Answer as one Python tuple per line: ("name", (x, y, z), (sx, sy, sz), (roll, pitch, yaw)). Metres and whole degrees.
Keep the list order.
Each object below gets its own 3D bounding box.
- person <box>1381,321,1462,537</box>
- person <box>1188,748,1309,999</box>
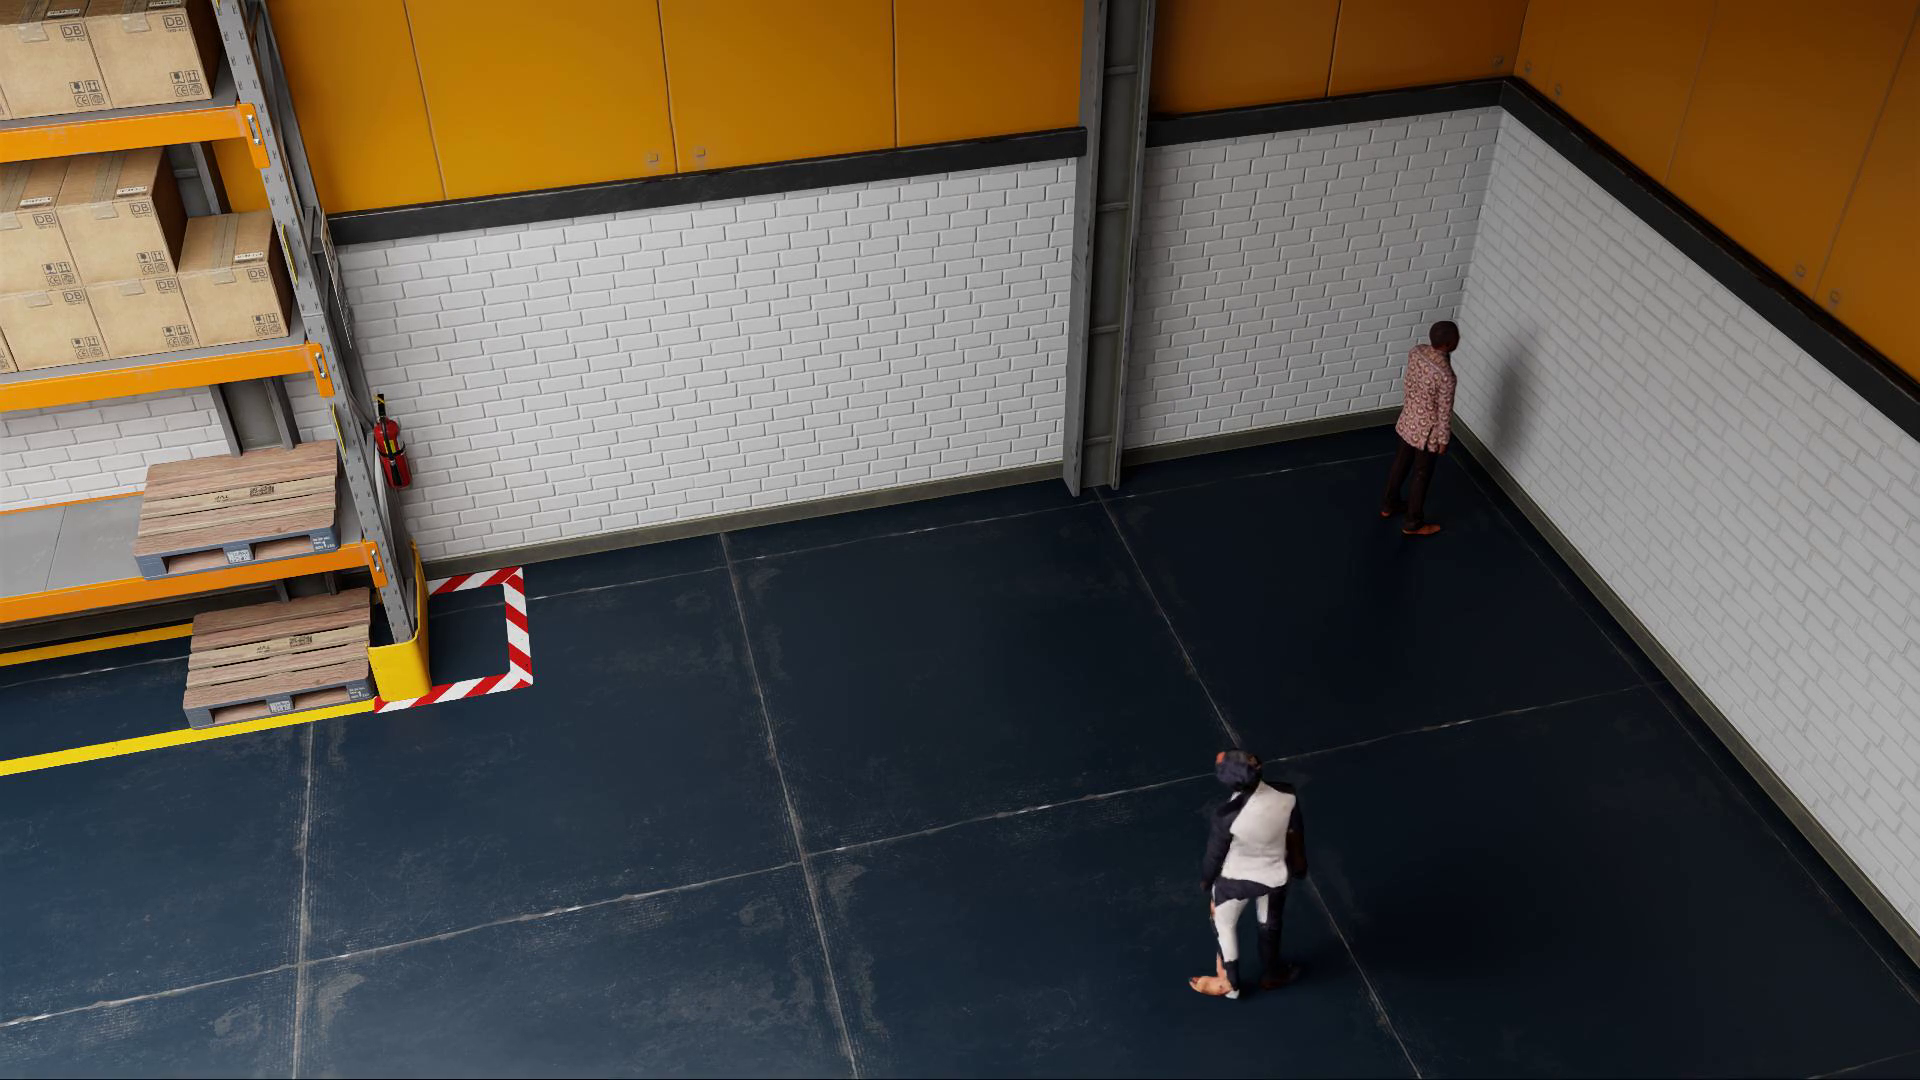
("person", (3.478, -0.853, 12.497), (0.627, 1.808, 0.705), (-15, 41, -18))
("person", (1.667, 1.839, 9.080), (0.529, 1.866, 0.915), (-3, 39, -4))
